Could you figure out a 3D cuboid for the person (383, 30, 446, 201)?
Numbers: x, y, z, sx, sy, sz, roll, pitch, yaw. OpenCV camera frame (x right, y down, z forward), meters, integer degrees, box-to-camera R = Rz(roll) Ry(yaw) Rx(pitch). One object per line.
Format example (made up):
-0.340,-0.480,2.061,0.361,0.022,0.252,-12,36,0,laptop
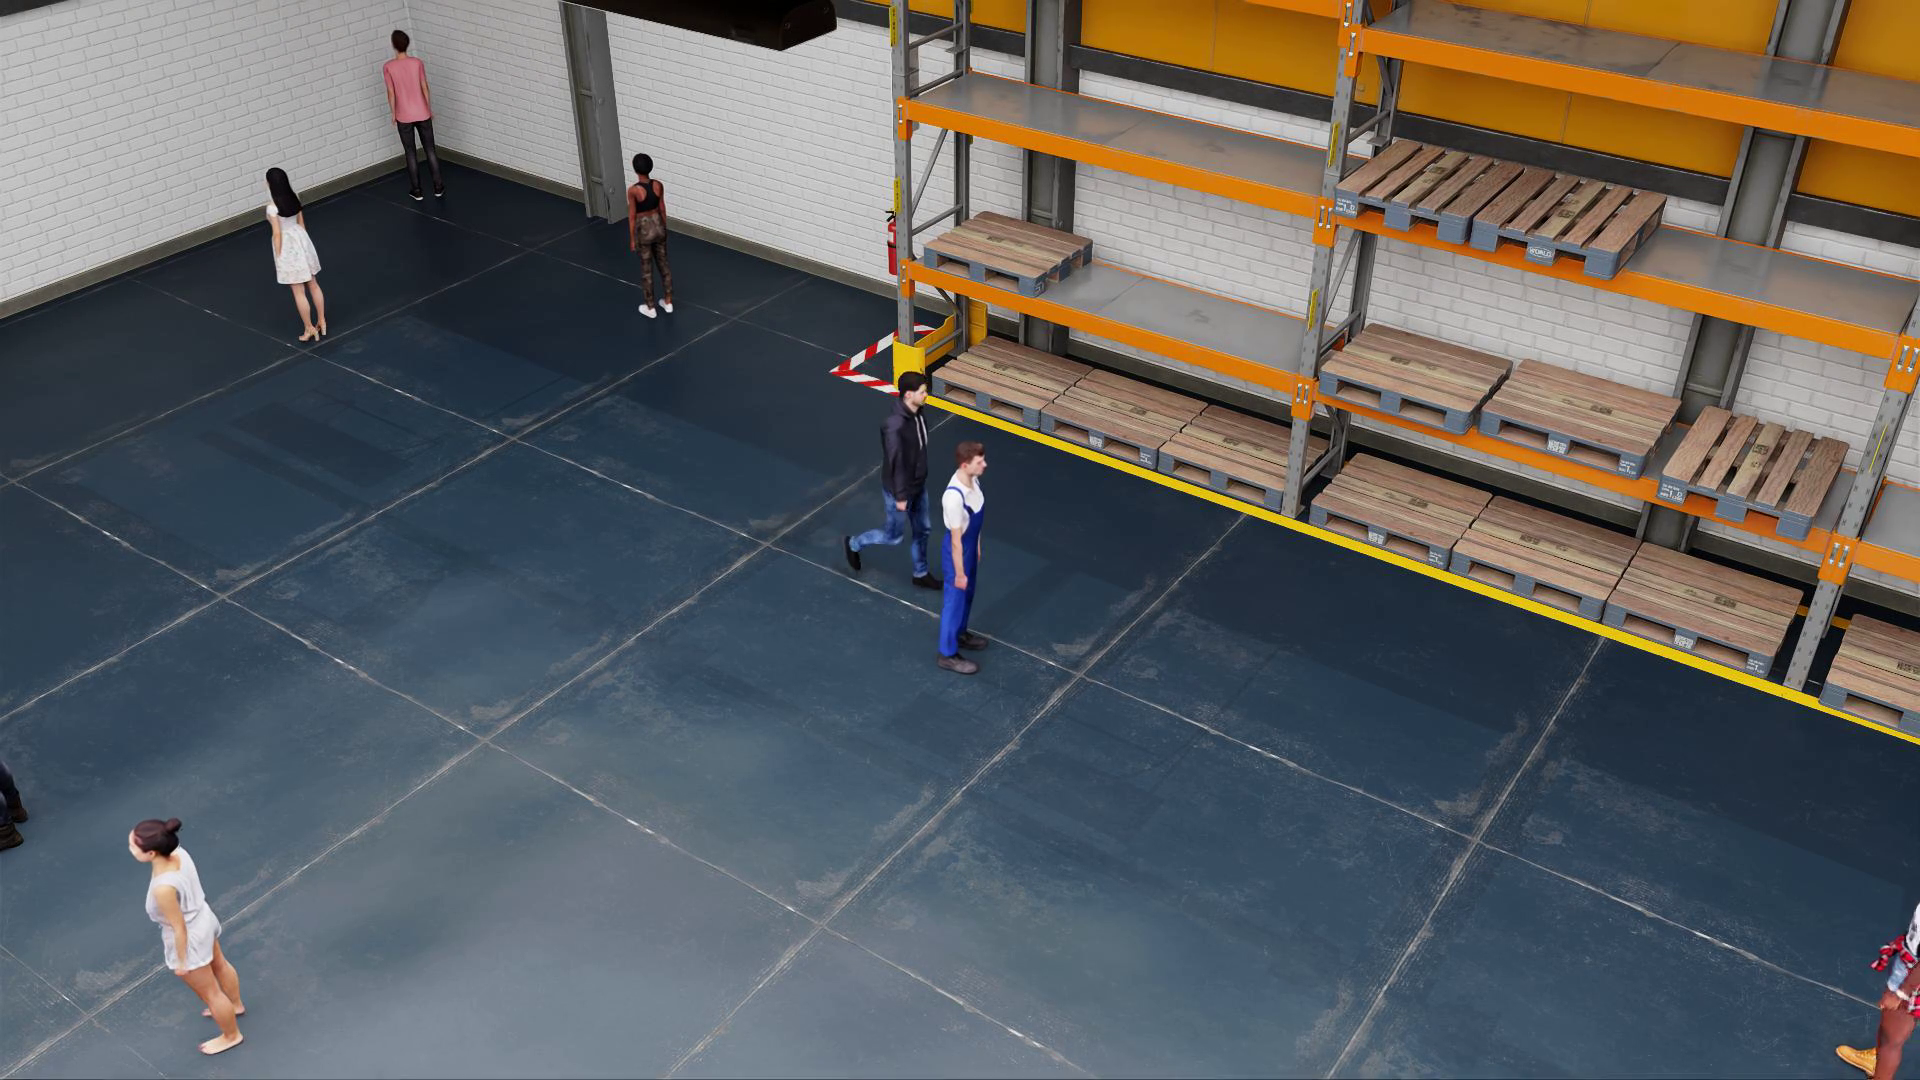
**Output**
-6.353,-4.931,19.298,0.716,1.961,0.712,-15,36,-21,person

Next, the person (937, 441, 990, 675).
0.006,0.091,11.846,0.664,1.845,0.683,10,35,14,person

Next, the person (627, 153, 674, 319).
-3.118,-3.073,16.737,0.623,1.700,0.604,-24,41,-32,person

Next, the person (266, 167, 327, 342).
-6.499,-2.789,16.243,0.694,1.775,0.696,14,36,20,person

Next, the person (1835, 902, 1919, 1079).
4.985,2.298,8.636,0.605,1.724,0.617,19,38,26,person

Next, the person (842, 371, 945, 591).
-0.505,-0.437,12.622,1.163,1.866,0.826,14,36,20,person

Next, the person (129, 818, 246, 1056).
-4.168,2.119,9.002,0.704,1.616,0.631,-8,34,-12,person
